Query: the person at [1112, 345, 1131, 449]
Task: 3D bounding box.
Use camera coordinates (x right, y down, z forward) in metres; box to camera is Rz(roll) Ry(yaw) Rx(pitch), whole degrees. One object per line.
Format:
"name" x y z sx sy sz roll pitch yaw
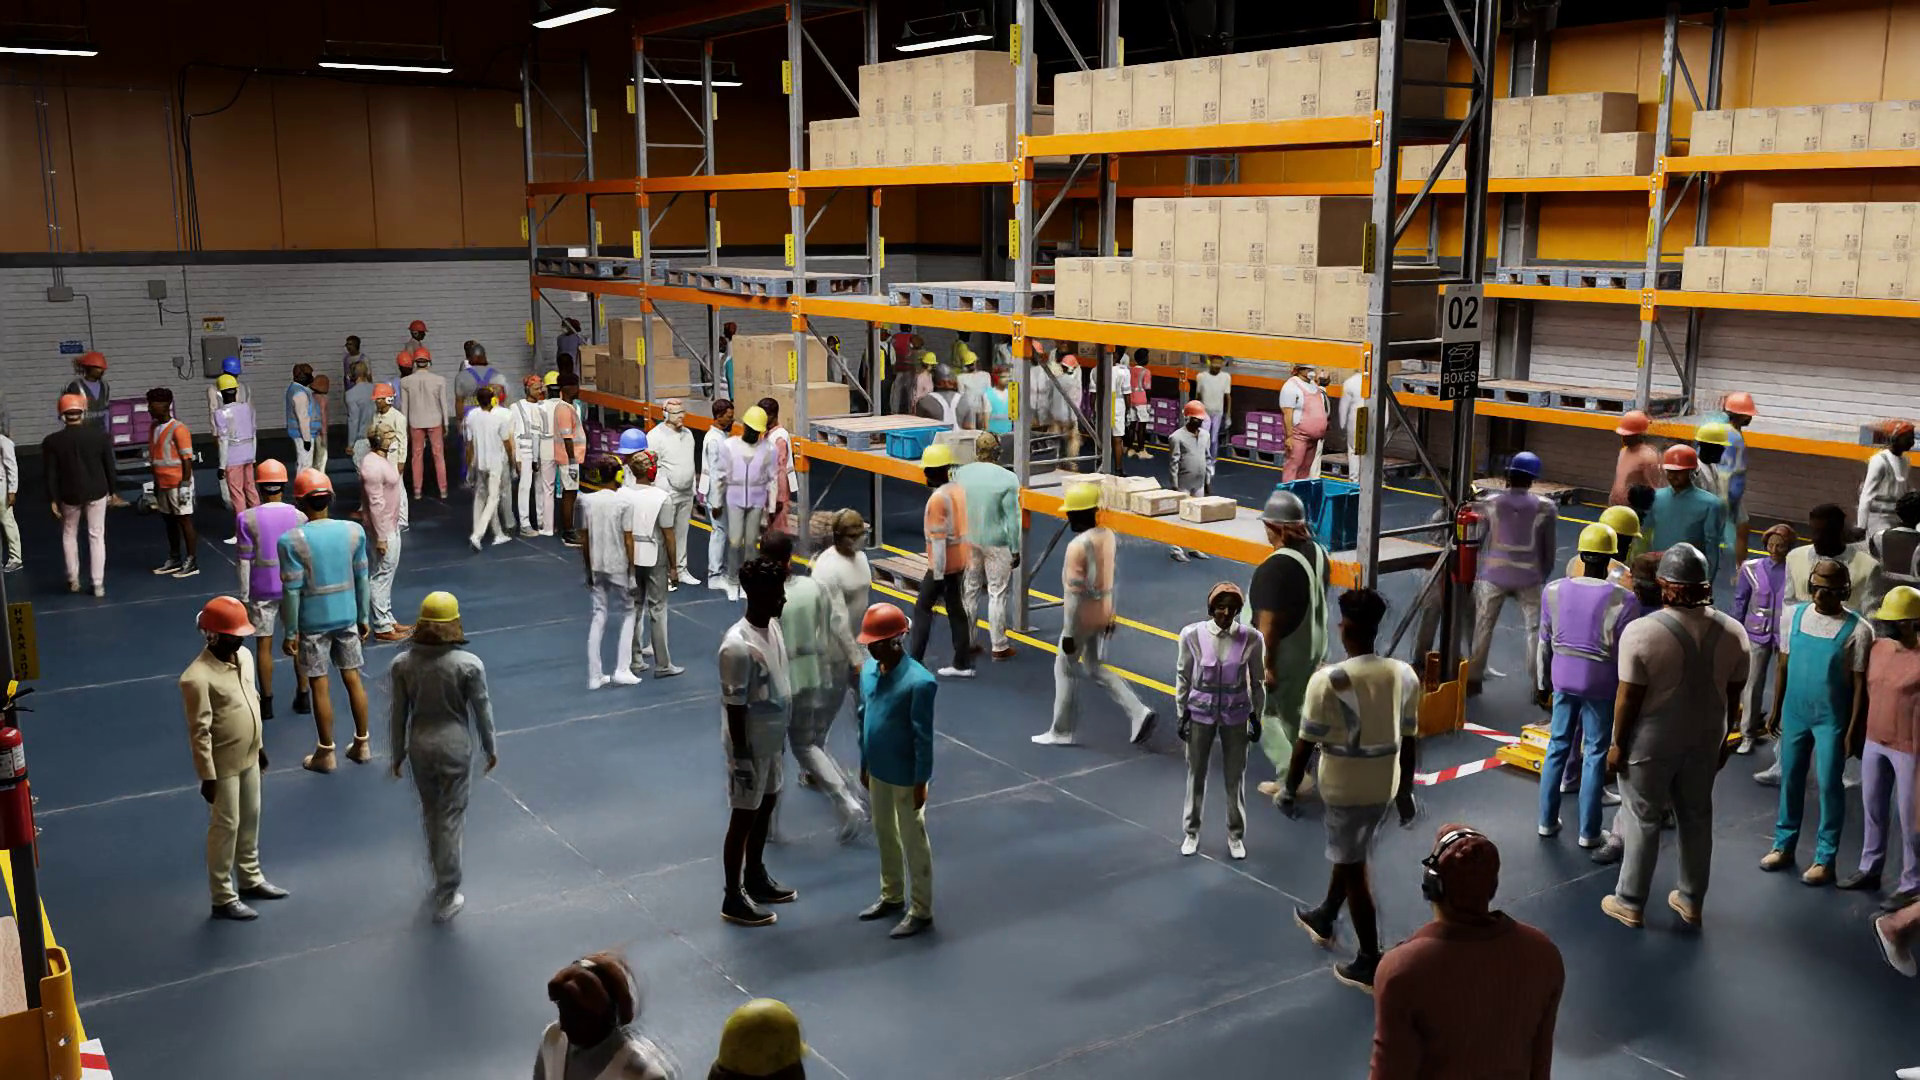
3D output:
"person" 2.545 -2.363 26.485 0.332 1.838 0.509 -5 12 -25

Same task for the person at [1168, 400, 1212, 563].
"person" 2.483 -0.630 17.835 0.566 1.744 0.350 -7 13 -34

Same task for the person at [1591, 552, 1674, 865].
"person" 4.027 0.932 9.735 0.981 1.796 0.571 -8 13 -34

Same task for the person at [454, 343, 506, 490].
"person" -6.471 -1.648 22.284 0.695 2.000 0.844 -7 13 -31

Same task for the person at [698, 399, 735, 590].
"person" -2.392 -0.456 16.535 0.402 1.908 0.598 0 11 -1

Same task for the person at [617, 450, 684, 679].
"person" -2.515 0.202 13.318 0.570 1.845 0.383 5 12 23

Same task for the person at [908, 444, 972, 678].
"person" -0.233 0.173 13.326 0.746 1.898 0.608 5 12 25

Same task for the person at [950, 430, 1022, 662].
"person" 0.220 0.050 13.856 0.635 1.937 0.352 6 12 27

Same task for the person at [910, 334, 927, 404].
"person" -0.722 -2.800 29.251 0.308 1.623 0.529 -6 13 -30

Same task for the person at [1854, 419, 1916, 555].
"person" 8.493 -0.169 15.179 0.610 1.862 0.622 -9 14 -39

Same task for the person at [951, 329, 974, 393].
"person" 0.041 -2.751 28.223 0.384 1.925 0.593 -3 12 -17

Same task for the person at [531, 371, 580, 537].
"person" -4.680 -0.996 19.289 0.593 1.911 0.398 -7 13 -34

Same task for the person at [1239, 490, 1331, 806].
"person" 2.007 0.671 10.420 0.537 2.000 0.692 10 15 43

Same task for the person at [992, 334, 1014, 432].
"person" 0.791 -2.649 27.648 0.605 1.948 0.391 7 13 32

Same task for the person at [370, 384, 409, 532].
"person" -6.714 -0.961 19.509 0.572 1.751 0.329 8 13 34

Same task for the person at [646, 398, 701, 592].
"person" -2.830 -0.459 16.541 0.405 1.911 0.636 7 13 33

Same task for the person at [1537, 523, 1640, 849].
"person" 3.705 0.849 9.837 0.592 1.918 0.394 11 15 44

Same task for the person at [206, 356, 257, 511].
"person" -9.195 -1.355 21.052 0.398 1.939 0.602 6 13 30

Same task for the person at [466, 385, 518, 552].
"person" -5.248 -0.790 18.456 0.533 1.835 0.888 3 12 16

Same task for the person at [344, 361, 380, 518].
"person" -7.326 -1.232 20.419 0.372 1.940 0.629 2 11 12

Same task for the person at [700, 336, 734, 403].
"person" -3.725 -2.242 25.844 0.633 1.840 0.429 7 13 30

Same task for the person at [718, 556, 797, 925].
"person" -1.060 1.042 8.750 0.367 1.958 0.610 3 11 15

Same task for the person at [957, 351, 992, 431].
"person" 0.209 -1.930 24.516 0.530 1.735 0.488 -2 11 -8

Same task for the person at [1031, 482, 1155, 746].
"person" 0.911 0.537 11.502 0.799 1.895 0.603 6 13 30

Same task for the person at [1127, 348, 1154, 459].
"person" 2.735 -2.083 25.384 0.322 1.699 0.536 -7 13 -32

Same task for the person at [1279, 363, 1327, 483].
"person" 4.283 -1.326 20.638 0.537 2.000 0.689 10 15 40

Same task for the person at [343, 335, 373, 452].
"person" -9.422 -2.281 26.025 0.506 1.846 0.350 4 12 20

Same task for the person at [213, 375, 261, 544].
"person" -8.191 -0.908 18.806 0.390 1.920 0.590 3 12 17

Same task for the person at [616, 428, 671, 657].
"person" -2.704 0.016 14.038 0.607 1.939 0.419 7 13 31

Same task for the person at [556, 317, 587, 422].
"person" -6.809 -2.944 29.184 0.633 1.936 0.353 6 12 27

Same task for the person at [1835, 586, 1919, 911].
"person" 5.007 1.106 8.923 0.340 1.760 0.526 -3 11 -15

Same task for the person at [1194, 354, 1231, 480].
"person" 3.525 -1.745 23.403 0.571 1.818 1.003 1 11 4

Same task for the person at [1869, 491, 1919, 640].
"person" 6.964 0.476 12.315 0.322 1.690 0.534 -7 13 -32

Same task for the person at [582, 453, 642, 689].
"person" -2.766 0.257 13.087 0.517 1.845 0.499 5 12 23

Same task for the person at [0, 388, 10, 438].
"person" -12.891 -1.459 21.994 0.573 1.787 0.884 -5 12 -23

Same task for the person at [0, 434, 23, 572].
"person" -10.085 -0.535 17.324 0.568 1.750 0.342 4 12 18

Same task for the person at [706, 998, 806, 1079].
"person" -0.518 2.017 4.322 0.490 1.735 0.326 6 12 27

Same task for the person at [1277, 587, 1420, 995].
"person" 1.848 1.172 8.141 0.619 1.921 0.908 -6 13 -28

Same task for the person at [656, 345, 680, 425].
"person" -4.943 -2.650 27.952 0.503 1.837 0.351 0 11 2

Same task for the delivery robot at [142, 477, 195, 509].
"delivery robot" -9.879 -0.652 20.761 0.477 0.478 0.707 1 11 3

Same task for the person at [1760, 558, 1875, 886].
"person" 4.777 0.996 9.282 0.349 1.838 0.506 -7 13 -34

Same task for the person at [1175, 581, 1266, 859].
"person" 1.501 1.035 9.610 0.518 1.635 0.315 1 11 7

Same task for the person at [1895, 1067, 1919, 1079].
"person" 4.193 1.442 6.863 0.402 1.895 0.648 0 11 -1

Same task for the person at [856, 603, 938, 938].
"person" -0.359 1.173 8.629 0.354 1.738 0.573 -10 15 -40
